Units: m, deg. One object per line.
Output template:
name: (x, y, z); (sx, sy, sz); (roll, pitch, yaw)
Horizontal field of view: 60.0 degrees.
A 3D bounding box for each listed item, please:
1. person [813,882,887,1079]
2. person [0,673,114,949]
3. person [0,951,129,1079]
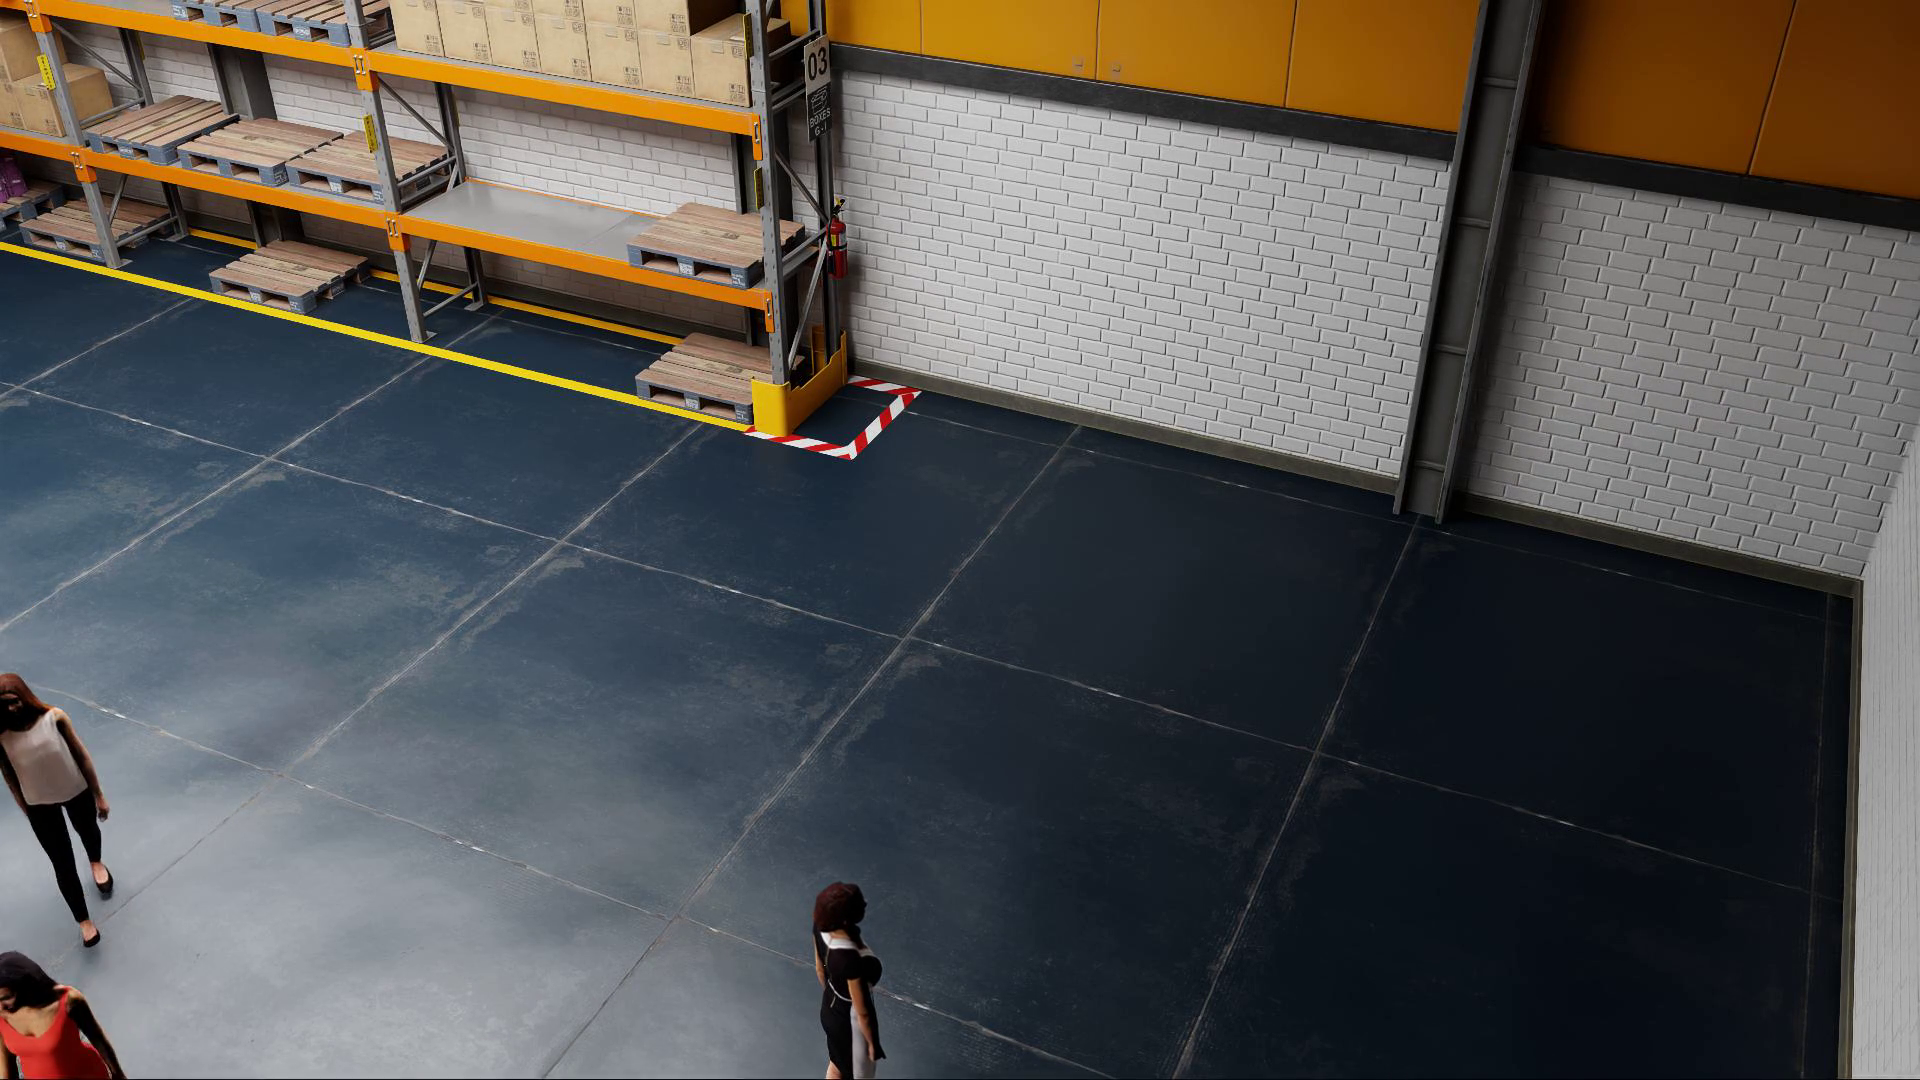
person: (-0.525, 2.309, 7.908); (0.709, 1.796, 0.592); (-20, 39, -27)
person: (-5.074, 1.407, 9.368); (0.920, 1.682, 1.107); (-20, 39, -27)
person: (-4.144, 2.465, 7.758); (0.757, 1.702, 0.815); (-8, 34, -11)
